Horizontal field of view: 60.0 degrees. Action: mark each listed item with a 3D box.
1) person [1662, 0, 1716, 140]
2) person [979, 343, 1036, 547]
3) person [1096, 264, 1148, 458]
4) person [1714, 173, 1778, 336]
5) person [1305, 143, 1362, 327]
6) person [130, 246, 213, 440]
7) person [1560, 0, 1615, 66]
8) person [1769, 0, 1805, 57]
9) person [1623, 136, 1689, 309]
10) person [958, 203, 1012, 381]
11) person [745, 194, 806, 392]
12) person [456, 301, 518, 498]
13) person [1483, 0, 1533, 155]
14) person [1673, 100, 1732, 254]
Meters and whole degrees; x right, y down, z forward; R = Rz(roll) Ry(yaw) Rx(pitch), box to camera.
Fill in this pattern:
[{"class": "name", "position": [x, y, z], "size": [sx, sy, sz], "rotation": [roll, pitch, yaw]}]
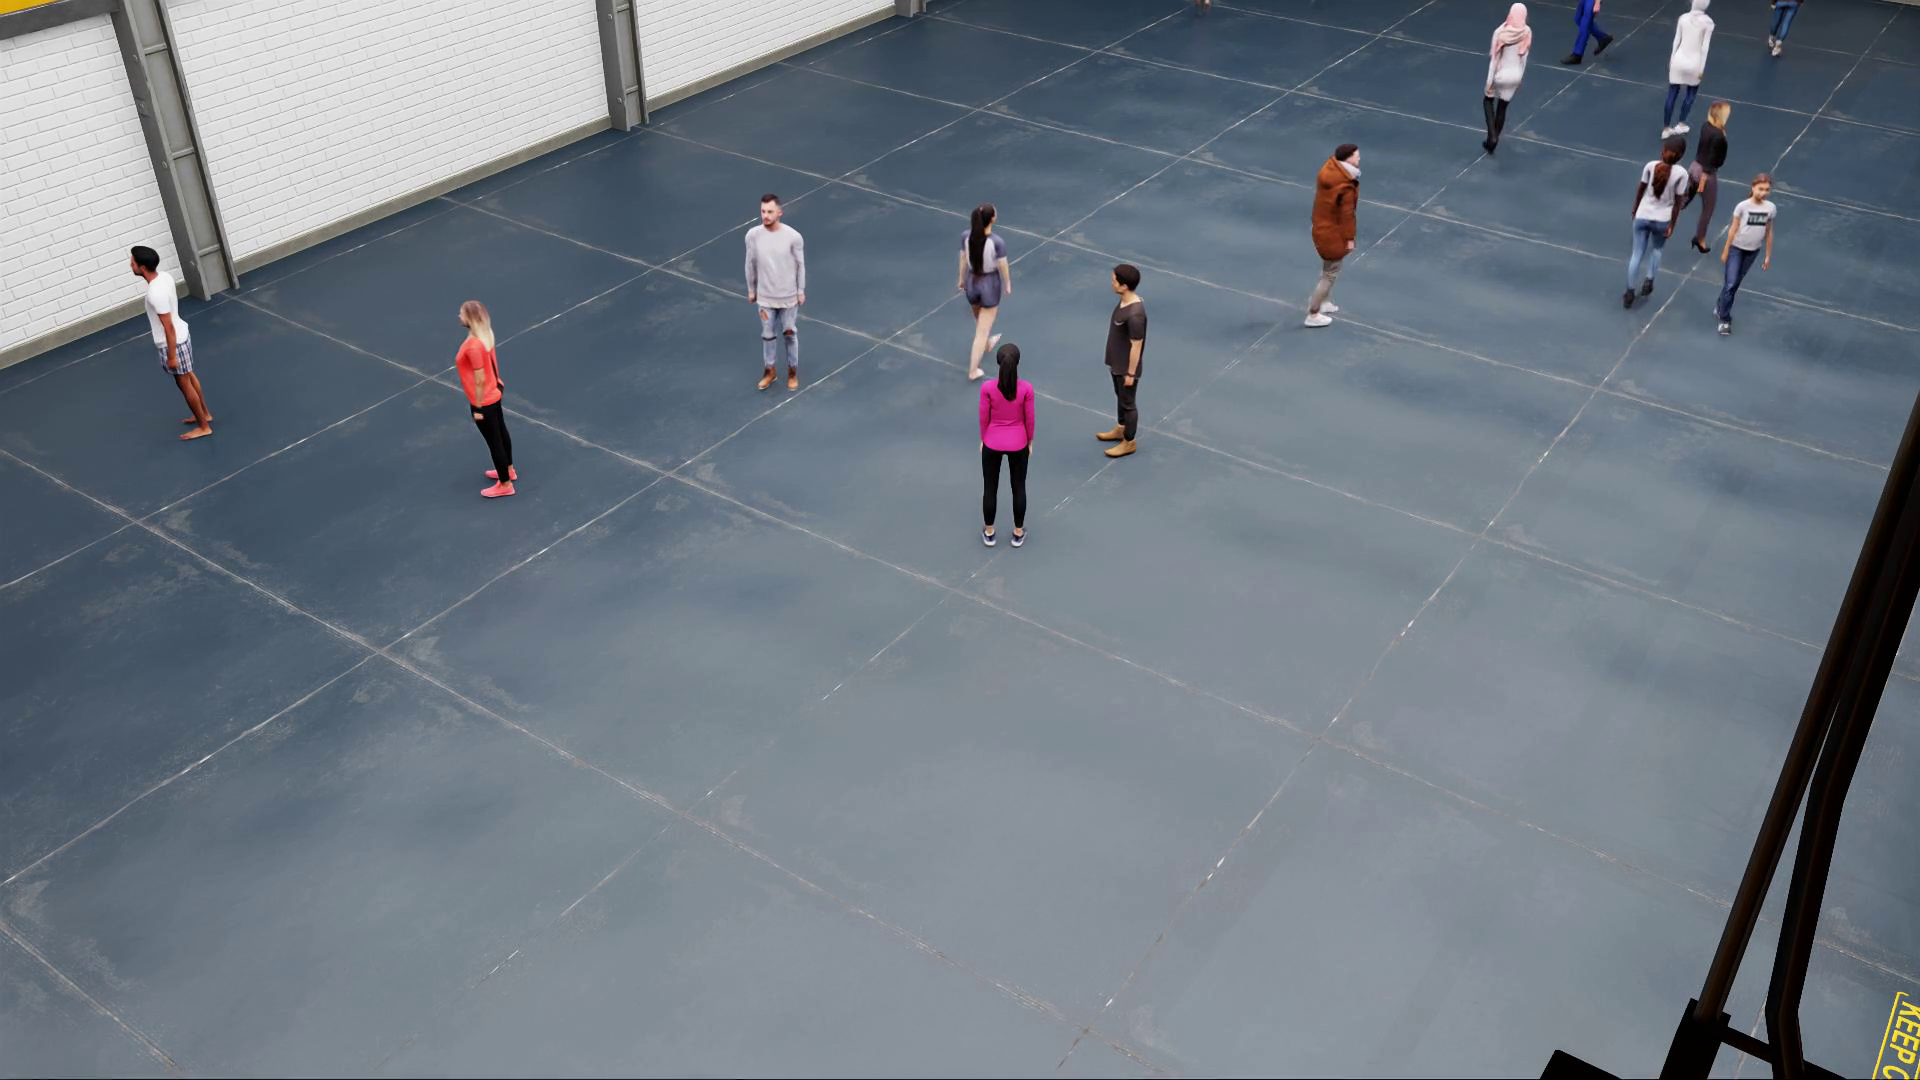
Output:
[{"class": "person", "position": [8.795, -5.746, 20.224], "size": [0.733, 1.767, 0.692], "rotation": [-28, 43, -35]}, {"class": "person", "position": [0.351, -0.723, 12.730], "size": [0.676, 1.697, 0.714], "rotation": [0, 34, 0]}, {"class": "person", "position": [1.399, -1.517, 13.911], "size": [0.768, 1.713, 0.693], "rotation": [-3, 34, -5]}, {"class": "person", "position": [7.530, -2.820, 16.028], "size": [0.820, 1.539, 0.965], "rotation": [1, 34, 2]}, {"class": "person", "position": [3.480, -2.896, 15.891], "size": [0.912, 1.818, 0.866], "rotation": [-9, 35, -13]}, {"class": "person", "position": [-6.705, -1.698, 14.166], "size": [0.741, 1.731, 0.712], "rotation": [-10, 35, -14]}, {"class": "person", "position": [8.717, -7.422, 22.680], "size": [1.070, 1.840, 1.025], "rotation": [-5, 34, -7]}, {"class": "person", "position": [11.507, -7.464, 23.095], "size": [0.584, 1.451, 0.913], "rotation": [18, 38, 25]}, {"class": "person", "position": [6.763, -3.082, 16.276], "size": [0.649, 1.701, 0.821], "rotation": [16, 37, 23]}, {"class": "person", "position": [0.168, -2.214, 15.050], "size": [0.653, 1.614, 1.003], "rotation": [18, 38, 25]}, {"class": "person", "position": [-1.636, -2.218, 14.851], "size": [0.763, 1.839, 0.740], "rotation": [3, 34, 5]}, {"class": "person", "position": [-3.799, -1.149, 13.375], "size": [0.735, 1.694, 0.656], "rotation": [-2, 34, -3]}, {"class": "person", "position": [6.487, -5.434, 19.733], "size": [0.776, 1.792, 0.827], "rotation": [0, 34, -1]}, {"class": "person", "position": [7.630, -3.762, 17.354], "size": [1.034, 1.641, 1.044], "rotation": [-1, 34, -2]}]
